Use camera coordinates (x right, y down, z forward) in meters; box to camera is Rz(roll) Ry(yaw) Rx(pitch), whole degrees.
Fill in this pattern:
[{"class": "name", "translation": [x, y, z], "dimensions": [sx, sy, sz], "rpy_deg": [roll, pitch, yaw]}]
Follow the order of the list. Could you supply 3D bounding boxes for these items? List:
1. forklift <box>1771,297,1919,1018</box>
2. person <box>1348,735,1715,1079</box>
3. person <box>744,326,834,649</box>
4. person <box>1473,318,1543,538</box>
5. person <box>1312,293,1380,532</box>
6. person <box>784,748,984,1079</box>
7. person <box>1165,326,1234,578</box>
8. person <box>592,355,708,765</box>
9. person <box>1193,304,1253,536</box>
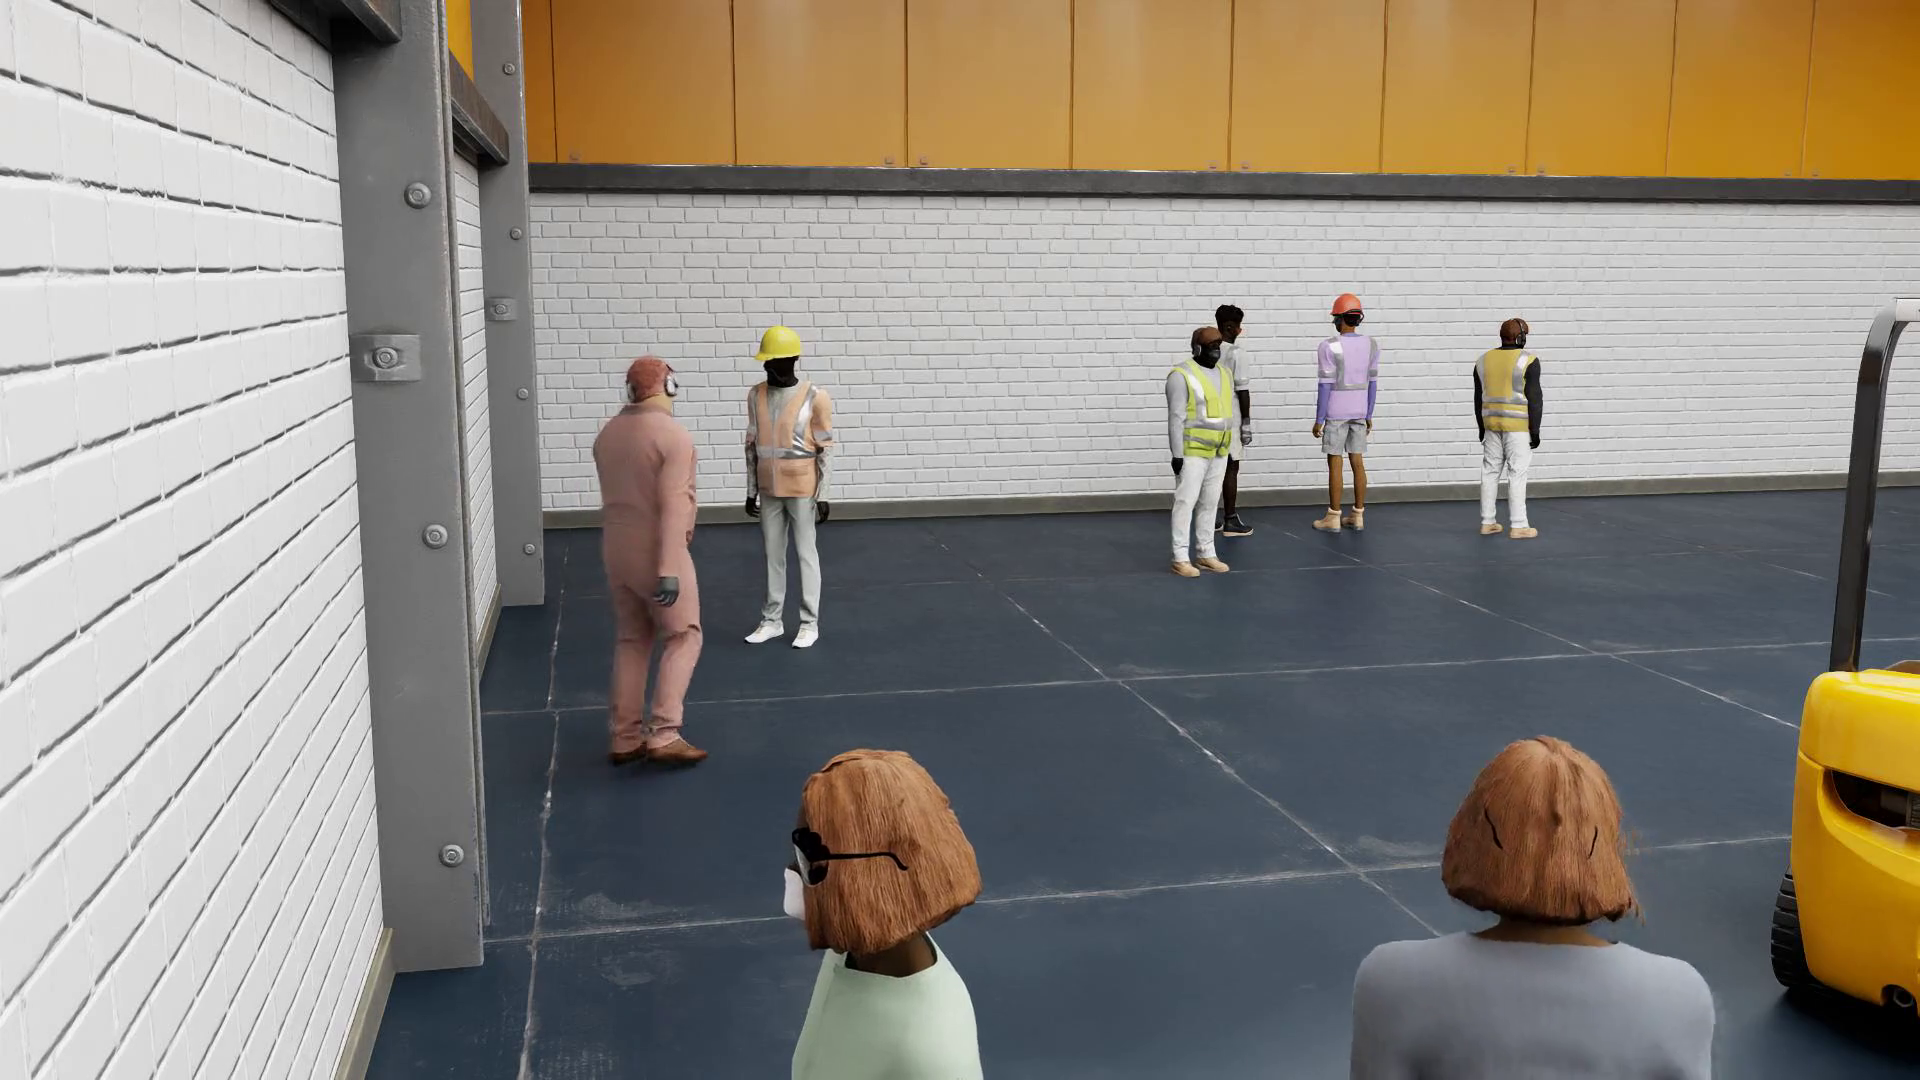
[{"class": "forklift", "translation": [3.542, 0.334, 5.177], "dimensions": [2.313, 2.155, 1.214], "rpy_deg": [-9, 13, -43]}, {"class": "person", "translation": [0.783, 1.075, 2.384], "dimensions": [0.527, 1.622, 0.364], "rpy_deg": [1, 9, 4]}, {"class": "person", "translation": [-1.035, -0.310, 9.931], "dimensions": [0.587, 1.922, 0.383], "rpy_deg": [5, 11, 27]}, {"class": "person", "translation": [4.632, -0.940, 14.016], "dimensions": [0.429, 1.844, 0.623], "rpy_deg": [-7, 12, -38]}, {"class": "person", "translation": [3.291, -1.085, 14.284], "dimensions": [0.607, 2.044, 0.378], "rpy_deg": [-4, 10, -25]}, {"class": "person", "translation": [-0.111, 1.082, 2.315], "dimensions": [0.279, 1.634, 0.497], "rpy_deg": [-3, 10, -18]}, {"class": "person", "translation": [1.793, -0.653, 12.262], "dimensions": [0.633, 1.841, 0.429], "rpy_deg": [-8, 12, -39]}, {"class": "person", "translation": [-1.439, 0.094, 7.620], "dimensions": [0.667, 1.870, 0.502], "rpy_deg": [7, 12, 38]}, {"class": "person", "translation": [2.235, -1.012, 14.093], "dimensions": [0.379, 1.959, 0.603], "rpy_deg": [-8, 12, -39]}]
